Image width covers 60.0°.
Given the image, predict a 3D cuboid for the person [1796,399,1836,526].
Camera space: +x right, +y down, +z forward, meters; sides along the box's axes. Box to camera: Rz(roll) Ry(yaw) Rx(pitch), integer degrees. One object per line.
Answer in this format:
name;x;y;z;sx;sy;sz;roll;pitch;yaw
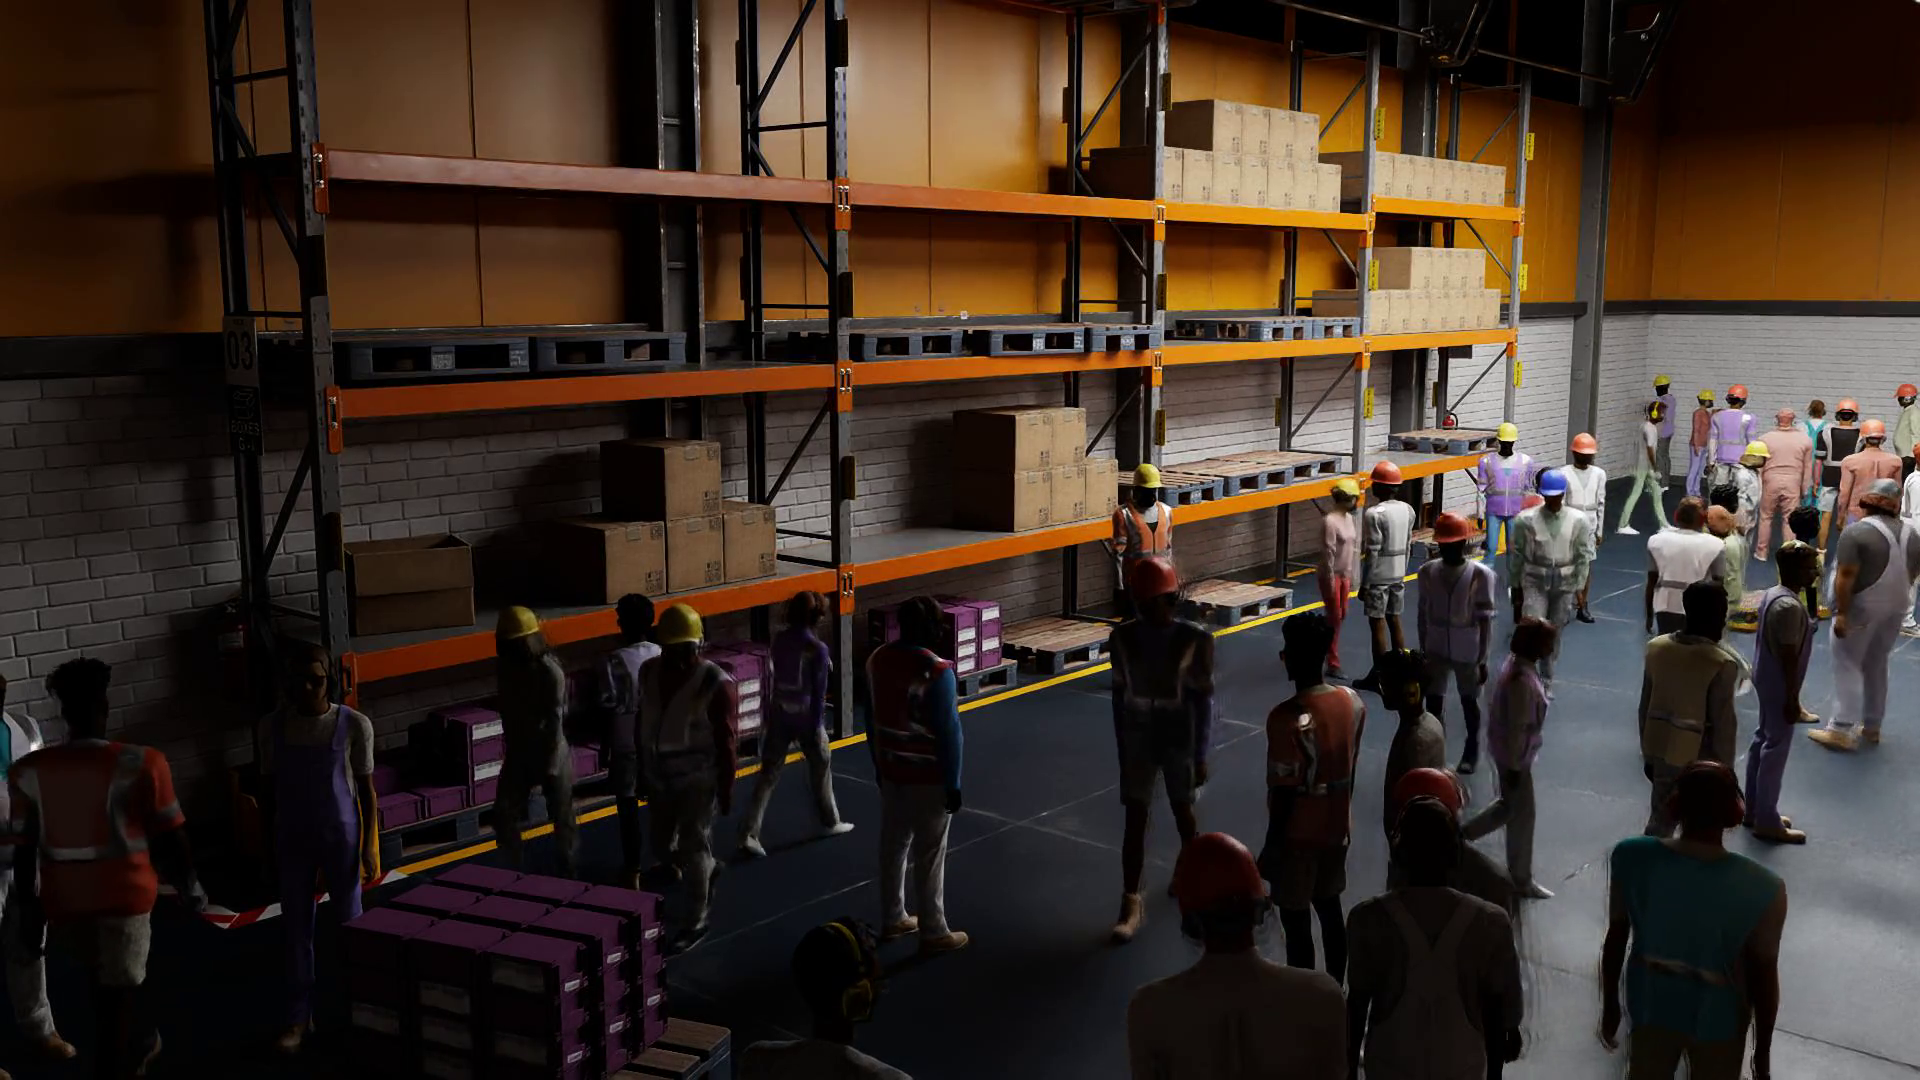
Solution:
person;11.699;-1.012;22.788;0.500;1.828;0.432;5;10;31

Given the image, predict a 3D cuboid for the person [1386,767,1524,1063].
person;1.733;1.648;5.984;0.462;1.710;0.588;-4;10;-23

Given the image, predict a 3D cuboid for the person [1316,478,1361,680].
person;3.208;0.320;14.531;0.609;1.742;0.631;7;11;39

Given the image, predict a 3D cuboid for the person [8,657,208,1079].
person;-3.439;1.413;6.811;0.624;1.921;0.953;0;9;0

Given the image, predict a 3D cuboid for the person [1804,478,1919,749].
person;6.678;0.498;12.364;0.865;2.000;0.539;-3;9;-18

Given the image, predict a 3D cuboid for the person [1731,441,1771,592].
person;8.471;-0.202;17.899;0.377;1.732;0.499;8;12;43

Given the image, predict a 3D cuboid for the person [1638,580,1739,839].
person;3.726;1.150;8.553;0.370;1.916;0.597;-3;9;-19

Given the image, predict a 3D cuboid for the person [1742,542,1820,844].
person;5.059;0.924;10.244;0.332;1.844;0.508;2;9;13

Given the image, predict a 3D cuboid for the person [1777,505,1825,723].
person;6.560;0.569;13.011;0.318;1.699;0.535;0;9;2

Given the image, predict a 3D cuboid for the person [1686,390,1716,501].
person;11.568;-1.464;25.934;0.336;1.761;0.526;9;12;44

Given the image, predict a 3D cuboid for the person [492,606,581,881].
person;-2.312;1.192;8.951;0.495;1.709;0.655;4;10;25

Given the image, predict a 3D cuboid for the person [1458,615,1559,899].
person;3.021;1.189;9.233;0.541;1.619;0.564;3;9;16

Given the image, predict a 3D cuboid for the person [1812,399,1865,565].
person;10.625;-0.686;20.058;0.611;2.030;0.410;4;10;26

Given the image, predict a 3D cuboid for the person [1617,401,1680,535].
person;9.350;-0.951;22.409;0.912;1.819;0.536;5;10;31

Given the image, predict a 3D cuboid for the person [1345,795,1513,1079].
person;1.453;1.706;5.241;0.503;1.839;0.349;1;9;9

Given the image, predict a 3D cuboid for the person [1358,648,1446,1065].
person;1.945;1.381;7.268;0.334;1.860;0.509;3;9;17

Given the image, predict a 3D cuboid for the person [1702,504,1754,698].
person;6.252;0.516;13.605;0.424;1.609;0.533;1;9;9

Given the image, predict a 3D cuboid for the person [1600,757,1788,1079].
person;2.459;1.646;5.661;0.572;1.827;0.731;6;11;36

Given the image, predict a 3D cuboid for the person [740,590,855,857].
person;-1.012;1.089;9.983;0.528;1.593;0.878;7;11;38

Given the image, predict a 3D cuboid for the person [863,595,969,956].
person;-0.210;1.192;8.530;0.429;1.842;0.633;-9;12;-44

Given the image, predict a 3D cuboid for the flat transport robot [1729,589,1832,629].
flat transport robot;8.088;0.691;16.805;1.431;0.197;0.652;-5;10;-31

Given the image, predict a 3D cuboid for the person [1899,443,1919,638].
person;9.287;-0.005;16.120;0.355;1.882;0.575;4;10;26

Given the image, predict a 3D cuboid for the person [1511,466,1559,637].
person;5.568;0.132;15.895;0.543;1.674;0.559;-1;9;-7

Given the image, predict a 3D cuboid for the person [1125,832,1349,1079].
person;0.742;1.773;4.414;0.628;1.959;0.858;1;9;9

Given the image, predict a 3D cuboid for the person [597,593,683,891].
person;-1.798;1.139;9.381;0.323;1.690;0.531;9;12;44

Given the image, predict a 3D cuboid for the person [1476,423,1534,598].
person;5.897;-0.317;18.033;0.581;1.919;0.400;1;9;9

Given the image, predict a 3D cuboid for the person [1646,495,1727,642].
person;5.449;0.579;12.575;0.585;1.813;0.671;6;11;33

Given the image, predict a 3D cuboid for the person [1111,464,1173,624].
person;1.544;0.318;13.889;0.595;1.925;0.374;-5;10;-28

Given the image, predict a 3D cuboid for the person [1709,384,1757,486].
person;10.504;-1.092;22.611;0.605;2.045;0.386;9;12;44

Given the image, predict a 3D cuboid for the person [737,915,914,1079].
person;-0.309;1.856;4.173;0.531;1.865;0.310;3;9;21

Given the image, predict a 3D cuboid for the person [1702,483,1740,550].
person;6.571;0.353;14.406;0.315;1.695;0.541;1;9;8

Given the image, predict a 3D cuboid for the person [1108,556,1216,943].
person;1.087;1.057;8.944;0.607;1.997;1.052;3;9;20

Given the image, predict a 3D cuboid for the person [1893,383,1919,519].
person;13.440;-1.230;23.658;0.396;1.992;0.619;3;9;16

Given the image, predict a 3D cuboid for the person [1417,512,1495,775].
person;3.372;0.735;11.330;0.555;1.893;0.983;5;10;31

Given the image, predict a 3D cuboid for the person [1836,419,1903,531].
person;9.544;-0.275;17.492;0.612;1.997;0.375;1;9;9

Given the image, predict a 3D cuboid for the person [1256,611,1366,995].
person;1.561;1.291;7.492;0.613;1.963;0.362;-8;12;-42

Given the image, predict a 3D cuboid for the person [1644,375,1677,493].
person;11.429;-1.732;27.115;0.368;1.926;0.587;9;12;44

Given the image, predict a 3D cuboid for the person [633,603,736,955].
person;-1.386;1.192;8.612;0.598;1.813;0.566;5;10;29

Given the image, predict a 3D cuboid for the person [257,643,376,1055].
person;-2.852;1.366;7.397;0.505;1.847;0.346;-1;9;-8

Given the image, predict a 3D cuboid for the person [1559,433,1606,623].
person;6.203;-0.114;16.690;0.538;1.929;0.382;0;9;-2

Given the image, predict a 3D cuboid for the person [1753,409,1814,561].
person;10.022;-0.646;20.311;0.669;1.876;0.703;3;9;18

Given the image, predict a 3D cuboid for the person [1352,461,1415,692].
person;3.545;0.302;13.946;0.548;1.942;0.347;-7;11;-37

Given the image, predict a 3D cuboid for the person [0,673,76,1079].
person;-4.141;1.418;7.119;0.429;1.832;0.635;4;10;23

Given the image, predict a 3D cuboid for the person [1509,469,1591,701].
person;4.802;0.375;13.550;0.602;1.920;0.490;2;9;11
